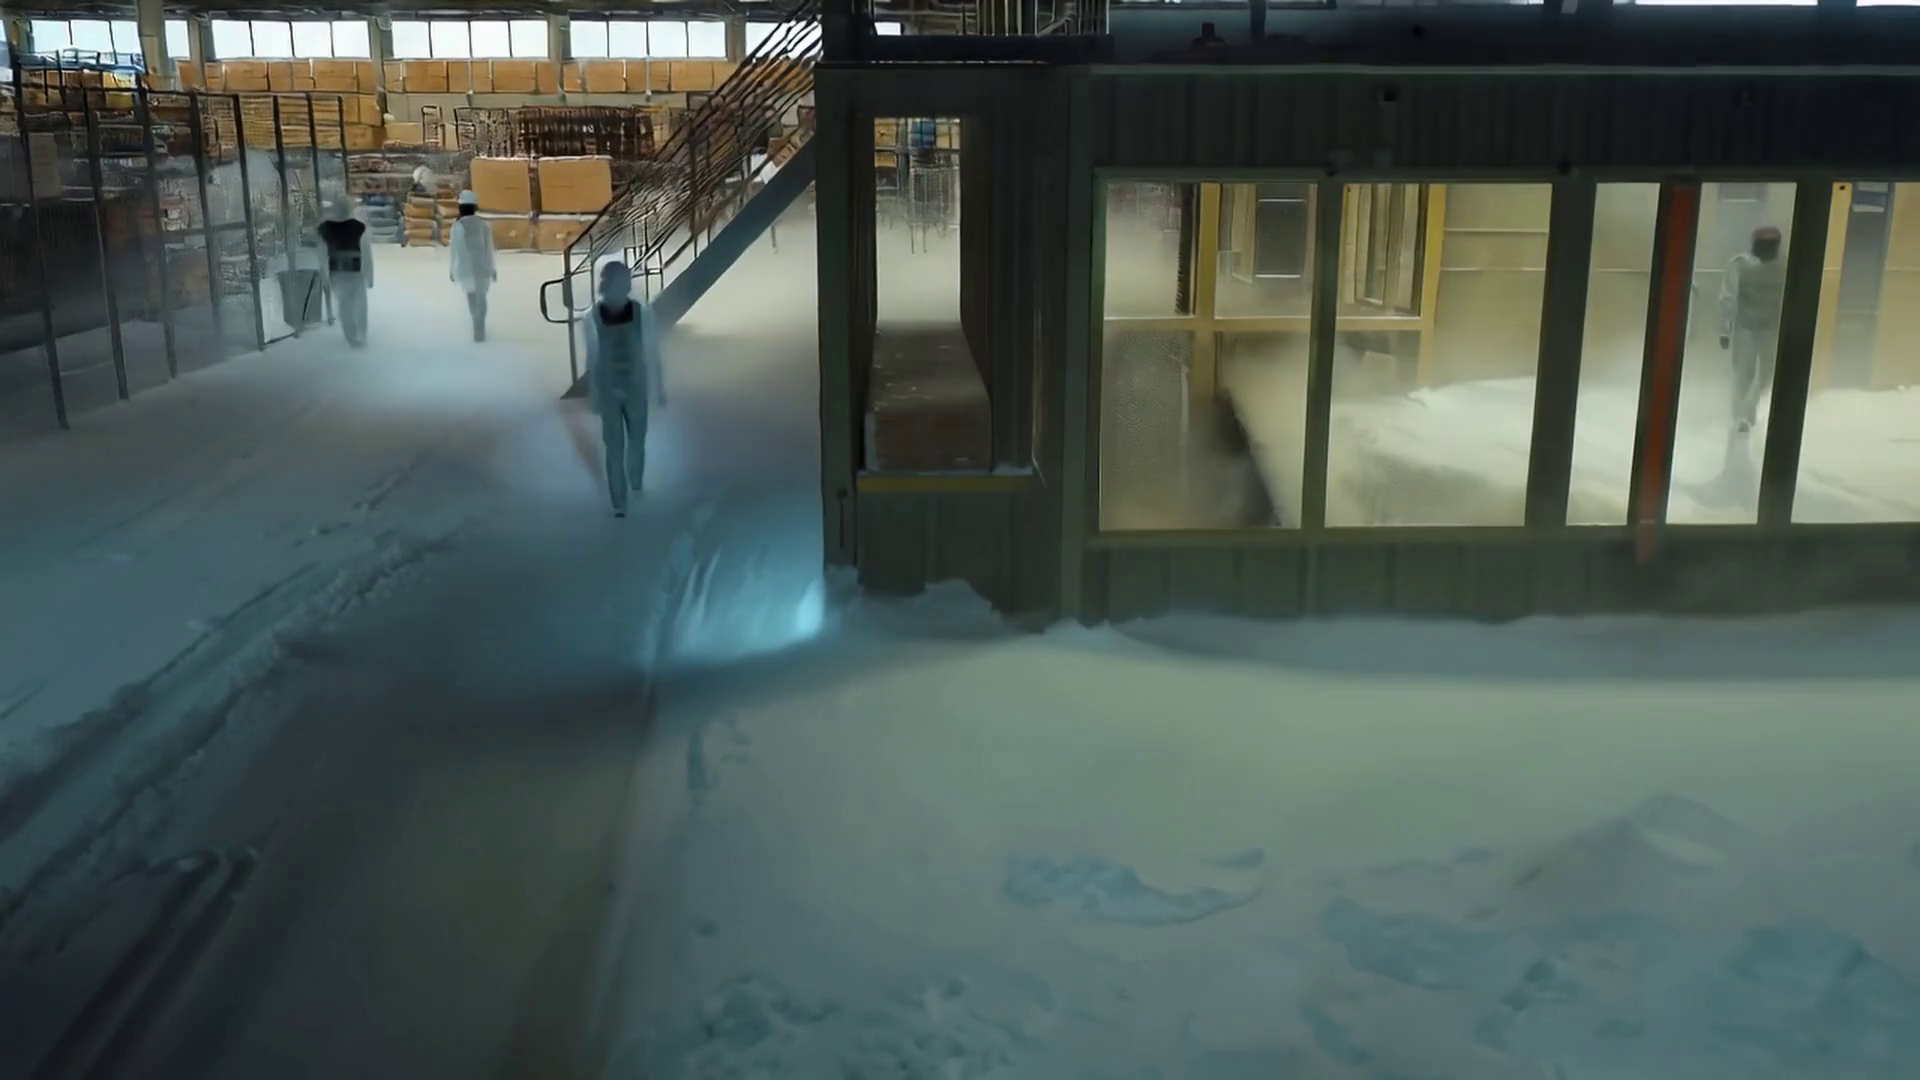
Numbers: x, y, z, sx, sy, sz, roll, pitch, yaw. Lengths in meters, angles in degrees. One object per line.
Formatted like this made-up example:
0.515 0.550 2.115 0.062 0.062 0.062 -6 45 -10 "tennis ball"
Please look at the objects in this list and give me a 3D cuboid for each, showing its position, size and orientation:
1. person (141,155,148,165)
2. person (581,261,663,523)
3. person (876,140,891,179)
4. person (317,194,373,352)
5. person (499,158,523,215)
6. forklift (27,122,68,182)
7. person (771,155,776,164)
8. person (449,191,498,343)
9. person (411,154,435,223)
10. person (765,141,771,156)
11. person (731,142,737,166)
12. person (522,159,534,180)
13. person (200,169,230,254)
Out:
-40.529 -18.933 82.897 0.402 1.945 0.614 11 18 36 "person"
-2.411 -1.091 11.885 0.525 1.812 0.925 -4 15 -15 "person"
-3.966 -19.300 84.399 1.045 1.941 0.629 0 14 0 "person"
-7.527 -3.285 20.450 0.618 1.893 0.712 -3 14 -12 "person"
-12.219 -9.528 45.460 0.551 1.887 0.820 8 16 29 "person"
-35.376 -14.773 64.377 1.129 2.768 1.873 -1 14 -2 "forklift"
-8.328 -16.532 73.721 0.794 1.743 0.537 3 14 11 "person"
-6.276 -3.510 21.359 0.563 1.893 0.932 -8 16 -30 "person"
-14.134 -9.165 43.827 0.712 1.972 0.629 10 17 34 "person"
-8.419 -16.802 74.249 0.705 2.017 0.640 6 15 24 "person"
-11.604 -19.547 85.552 0.388 1.848 0.564 2 14 9 "person"
-14.777 -12.264 56.890 0.525 1.620 0.412 6 15 22 "person"
-15.974 -7.042 35.689 0.458 1.799 0.619 8 16 28 "person"
